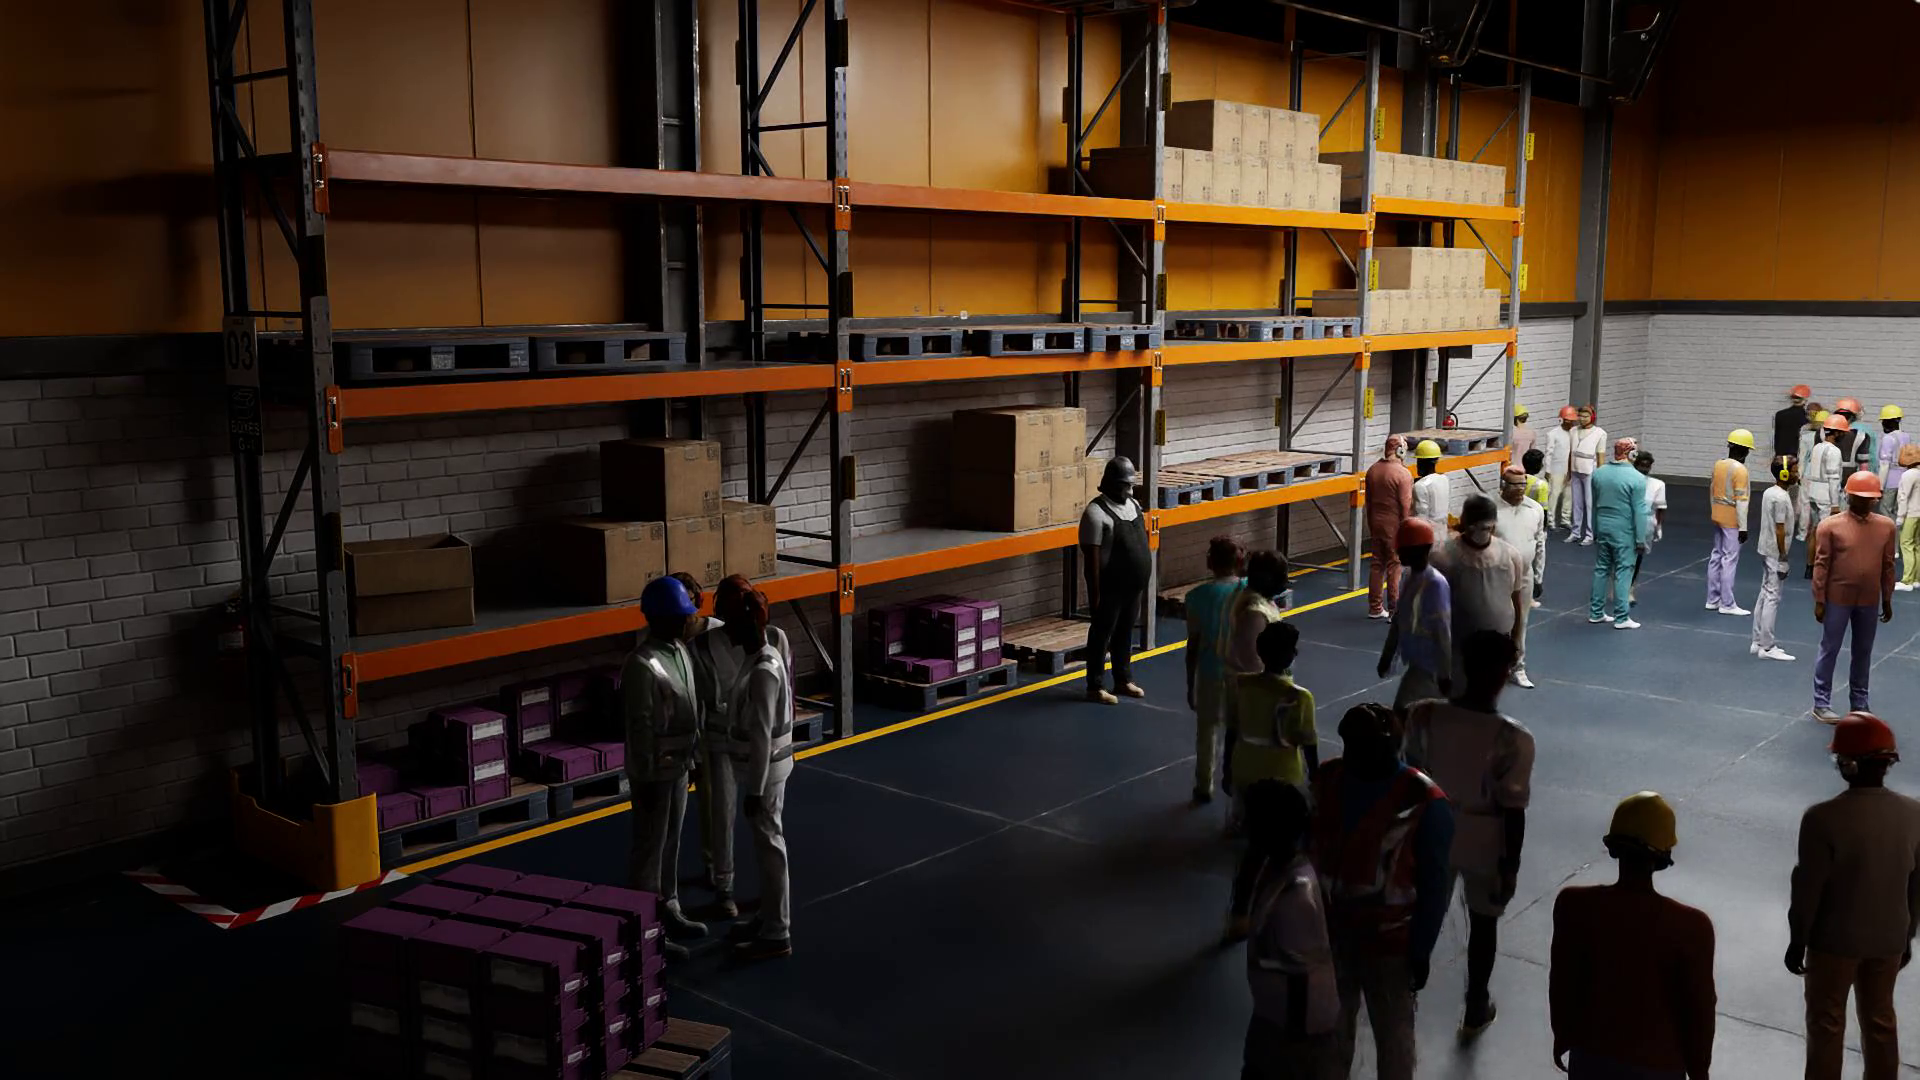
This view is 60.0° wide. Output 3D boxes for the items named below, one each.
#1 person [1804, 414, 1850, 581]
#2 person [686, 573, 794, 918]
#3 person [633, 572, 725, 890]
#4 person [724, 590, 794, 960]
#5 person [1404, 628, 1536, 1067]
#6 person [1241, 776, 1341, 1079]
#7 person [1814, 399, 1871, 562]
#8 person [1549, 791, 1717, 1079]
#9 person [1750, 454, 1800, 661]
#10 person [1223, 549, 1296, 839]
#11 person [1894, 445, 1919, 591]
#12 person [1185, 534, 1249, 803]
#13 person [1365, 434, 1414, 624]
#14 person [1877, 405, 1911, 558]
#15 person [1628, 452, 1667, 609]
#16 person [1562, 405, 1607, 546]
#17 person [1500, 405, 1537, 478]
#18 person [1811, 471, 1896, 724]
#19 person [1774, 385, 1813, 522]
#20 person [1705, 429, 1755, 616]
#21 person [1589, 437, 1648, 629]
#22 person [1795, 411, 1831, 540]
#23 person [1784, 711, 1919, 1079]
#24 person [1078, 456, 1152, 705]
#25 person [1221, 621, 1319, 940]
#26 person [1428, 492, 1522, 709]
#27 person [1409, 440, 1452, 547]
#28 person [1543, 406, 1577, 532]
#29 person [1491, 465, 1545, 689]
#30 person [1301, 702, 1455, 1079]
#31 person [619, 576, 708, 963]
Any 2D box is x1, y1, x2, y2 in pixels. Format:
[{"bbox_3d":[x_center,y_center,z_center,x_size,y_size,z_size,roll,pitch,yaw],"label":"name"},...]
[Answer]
[{"bbox_3d":[9.908,-0.470,18.992,0.389,1.925,0.549,1,9,5],"label":"person"},{"bbox_3d":[-1.190,1.106,8.984,0.584,1.878,0.368,-3,9,-19],"label":"person"},{"bbox_3d":[-1.537,1.070,9.356,0.565,1.836,0.392,-2,9,-10],"label":"person"},{"bbox_3d":[-1.022,1.181,8.478,0.338,1.882,0.571,-2,9,-10],"label":"person"},{"bbox_3d":[2.181,1.340,7.311,0.617,1.930,0.914,6,11,35],"label":"person"},{"bbox_3d":[1.225,1.674,5.920,0.460,1.673,0.613,0,9,3],"label":"person"},{"bbox_3d":[10.601,-0.690,20.067,0.619,2.028,0.409,5,10,31],"label":"person"},{"bbox_3d":[2.216,1.697,5.511,0.523,1.769,0.316,6,11,35],"label":"person"},{"bbox_3d":[7.442,0.153,15.137,0.328,1.873,0.520,2,9,12],"label":"person"},{"bbox_3d":[1.854,0.959,10.107,0.505,1.828,0.628,1,9,8],"label":"person"},{"bbox_3d":[10.562,-0.249,18.529,0.288,1.626,0.496,8,12,43],"label":"person"},{"bbox_3d":[1.712,0.872,10.673,0.557,1.810,0.822,0,9,-3],"label":"person"},{"bbox_3d":[4.358,-0.111,16.737,0.407,1.906,0.638,-4,10,-25],"label":"person"},{"bbox_3d":[11.485,-0.707,20.564,0.592,1.912,0.399,-7,11,-38],"label":"person"},{"bbox_3d":[7.106,-0.098,17.413,0.540,1.649,0.875,1,9,7],"label":"person"},{"bbox_3d":[8.161,-0.843,21.683,0.394,1.836,0.561,-5,10,-27],"label":"person"},{"bbox_3d":[7.580,-0.953,22.607,0.525,1.769,0.308,-4,10,-23],"label":"person"},{"bbox_3d":[6.920,0.448,12.876,0.614,1.987,0.408,0,9,0],"label":"person"},{"bbox_3d":[11.897,-1.221,23.655,0.572,1.975,0.647,-7,11,-39],"label":"person"},{"bbox_3d":[7.965,-0.186,17.175,0.379,1.918,0.585,-1,9,-4],"label":"person"},{"bbox_3d":[6.549,-0.071,16.506,0.399,1.899,0.646,-4,10,-25],"label":"person"},{"bbox_3d":[11.354,-0.843,22.016,0.490,1.732,0.323,3,9,18],"label":"person"},{"bbox_3d":[3.531,1.541,6.599,0.568,1.743,0.353,-2,9,-10],"label":"person"},{"bbox_3d":[1.299,0.315,13.548,0.535,2.000,0.684,8,12,41],"label":"person"},{"bbox_3d":[1.695,1.240,8.796,0.851,1.648,0.545,-8,12,-41],"label":"person"},{"bbox_3d":[3.478,0.662,11.309,0.698,2.000,0.583,0,9,1],"label":"person"},{"bbox_3d":[4.444,0.011,15.874,0.381,1.924,0.594,8,12,42],"label":"person"},{"bbox_3d":[8.304,-0.975,22.843,0.586,1.743,0.364,-3,9,-18],"label":"person"},{"bbox_3d":[4.618,0.315,14.006,0.644,1.900,0.399,-1,9,-7],"label":"person"},{"bbox_3d":[1.561,1.520,6.439,0.430,1.838,0.619,-8,12,-43],"label":"person"},{"bbox_3d":[-1.509,1.146,8.480,0.396,1.949,0.602,2,9,12],"label":"person"}]
